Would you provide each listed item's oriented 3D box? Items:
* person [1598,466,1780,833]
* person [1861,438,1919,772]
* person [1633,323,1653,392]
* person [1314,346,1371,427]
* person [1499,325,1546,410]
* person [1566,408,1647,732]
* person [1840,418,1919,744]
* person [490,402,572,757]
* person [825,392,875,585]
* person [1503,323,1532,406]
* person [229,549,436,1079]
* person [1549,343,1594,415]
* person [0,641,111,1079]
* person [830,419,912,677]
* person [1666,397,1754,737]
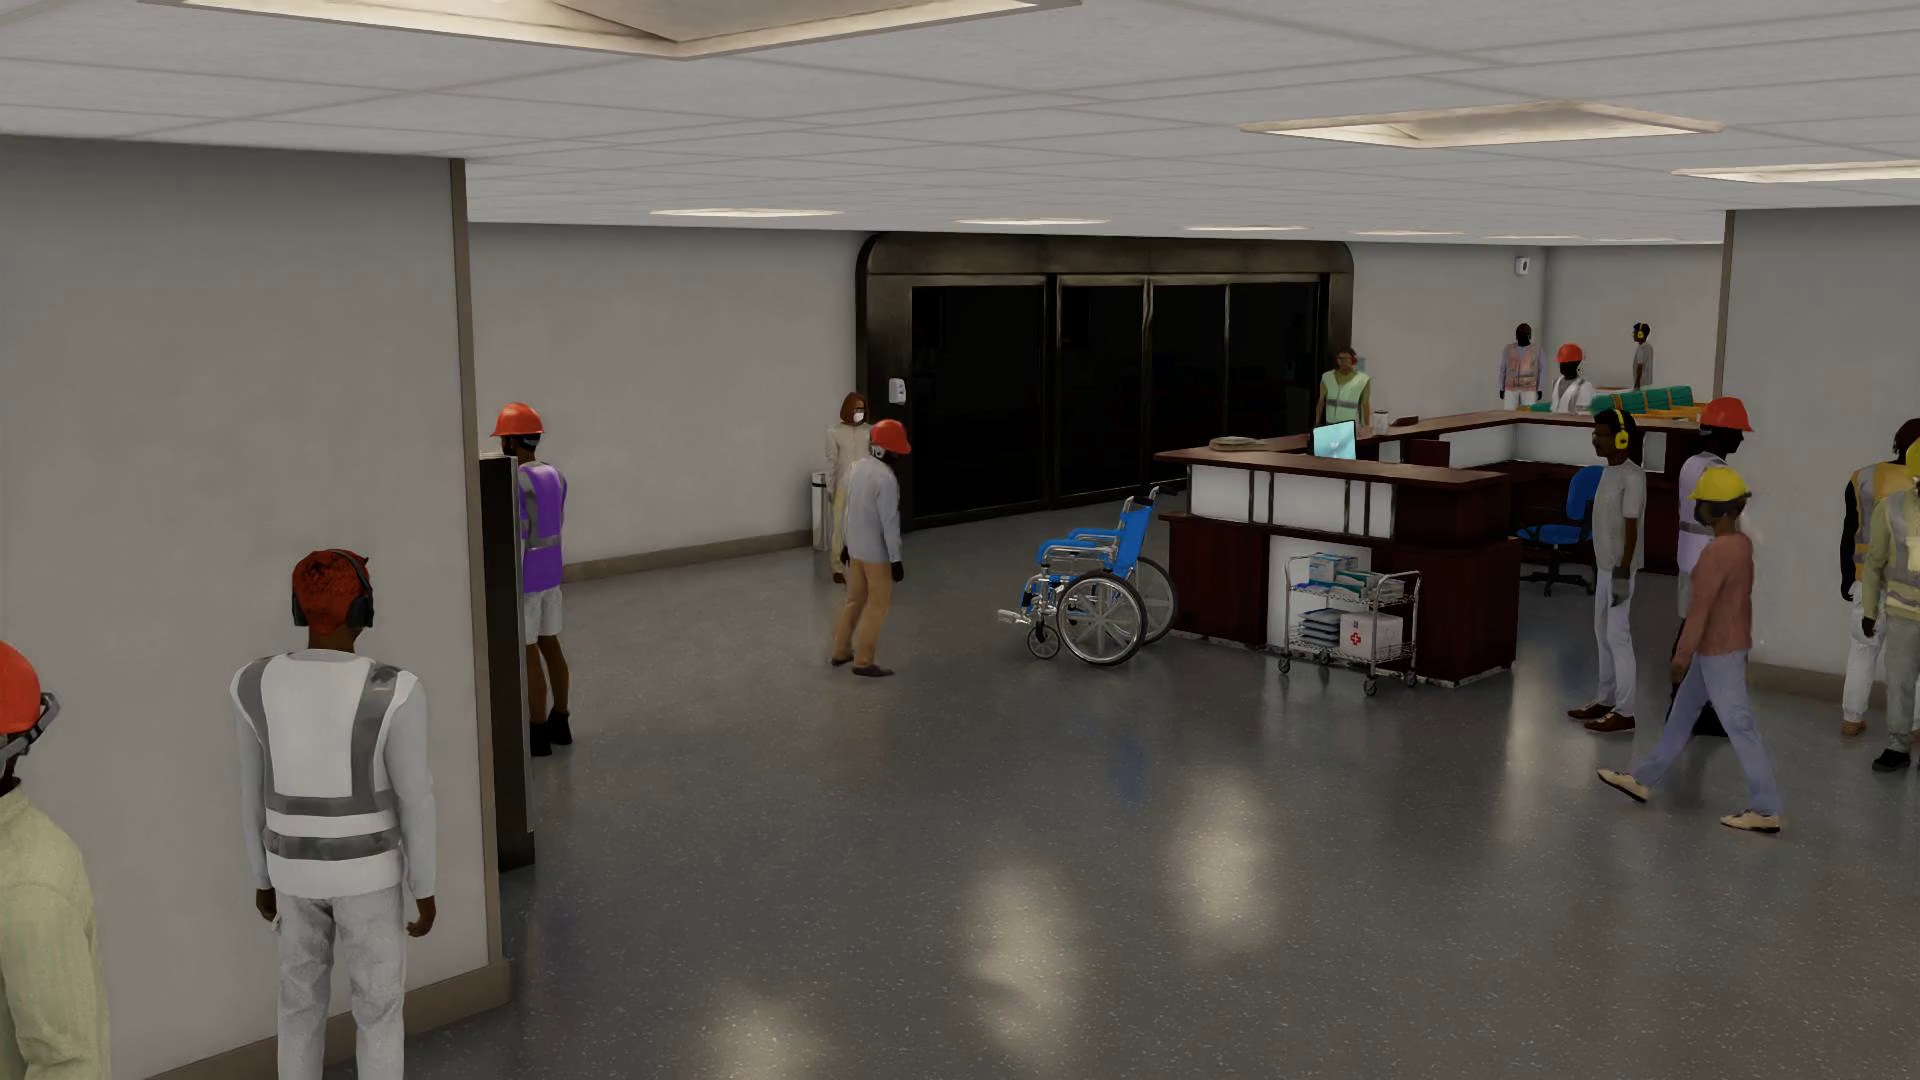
[{"bbox_3d":[3.561,0.505,7.976,0.895,1.711,0.543,7,12,37],"label":"person"},{"bbox_3d":[5.069,0.361,8.625,0.704,1.810,0.413,4,10,22],"label":"person"},{"bbox_3d":[10.088,-2.283,24.680,0.333,1.860,0.521,7,11,35],"label":"person"},{"bbox_3d":[4.329,-1.294,18.818,0.573,1.795,0.987,7,11,36],"label":"person"},{"bbox_3d":[8.162,-2.199,24.205,0.637,1.842,0.429,5,11,30],"label":"person"},{"bbox_3d":[3.758,0.174,9.597,0.333,1.864,0.505,0,9,2],"label":"person"},{"bbox_3d":[5.286,0.231,9.348,0.629,1.837,0.429,7,12,38],"label":"person"},{"bbox_3d":[-2.369,0.216,9.098,0.372,1.935,0.551,3,10,17],"label":"person"},{"bbox_3d":[-0.899,-0.437,14.073,0.504,1.627,0.285,-4,10,-25],"label":"person"},{"bbox_3d":[8.317,-2.292,24.747,0.520,1.856,0.333,5,11,29],"label":"person"},{"bbox_3d":[-1.769,0.957,4.761,0.568,1.878,0.351,1,9,5],"label":"person"},{"bbox_3d":[6.101,-1.027,16.781,0.402,1.918,0.561,-3,10,-20],"label":"person"},{"bbox_3d":[-1.823,1.151,3.185,0.375,1.997,0.612,-9,13,-44],"label":"person"},{"bbox_3d":[-0.571,0.050,10.828,0.408,1.703,0.687,-5,11,-28],"label":"person"},{"bbox_3d":[4.304,0.148,9.523,0.359,1.936,0.544,0,9,0],"label":"person"}]
